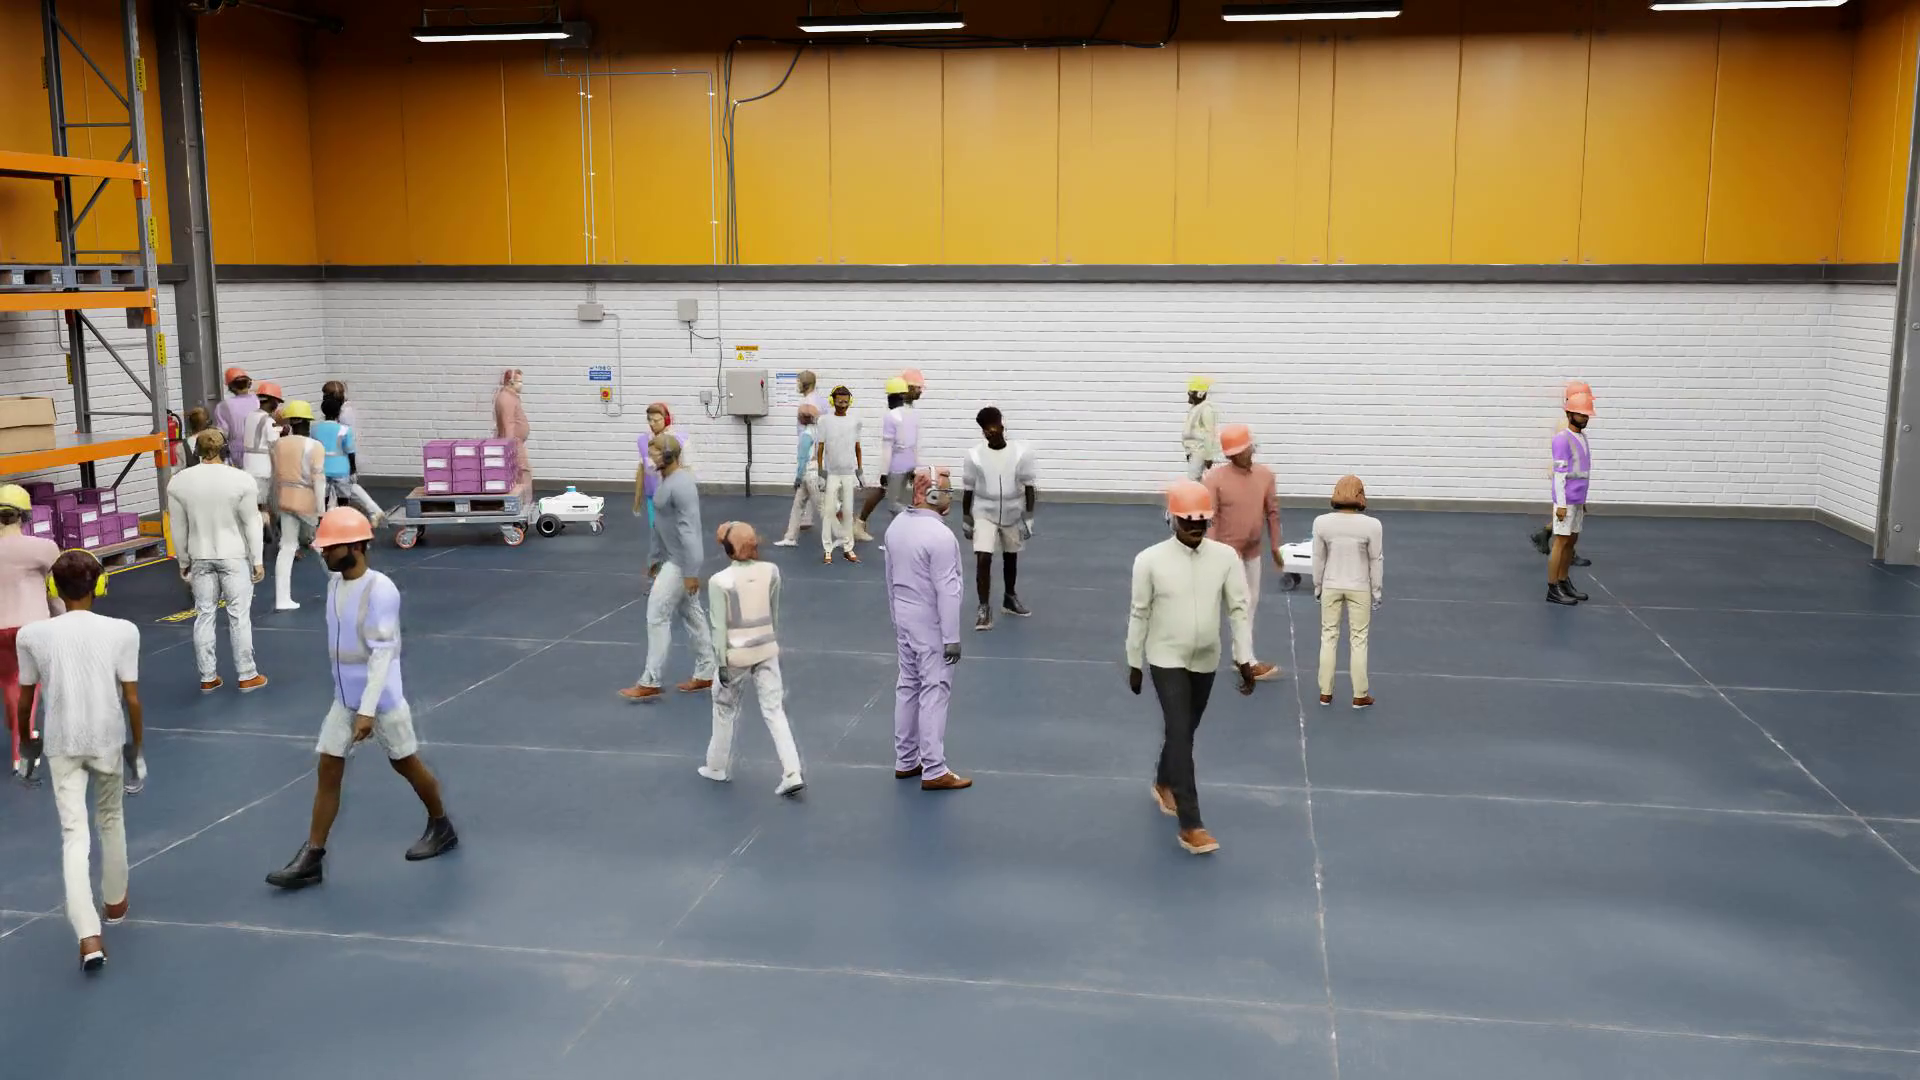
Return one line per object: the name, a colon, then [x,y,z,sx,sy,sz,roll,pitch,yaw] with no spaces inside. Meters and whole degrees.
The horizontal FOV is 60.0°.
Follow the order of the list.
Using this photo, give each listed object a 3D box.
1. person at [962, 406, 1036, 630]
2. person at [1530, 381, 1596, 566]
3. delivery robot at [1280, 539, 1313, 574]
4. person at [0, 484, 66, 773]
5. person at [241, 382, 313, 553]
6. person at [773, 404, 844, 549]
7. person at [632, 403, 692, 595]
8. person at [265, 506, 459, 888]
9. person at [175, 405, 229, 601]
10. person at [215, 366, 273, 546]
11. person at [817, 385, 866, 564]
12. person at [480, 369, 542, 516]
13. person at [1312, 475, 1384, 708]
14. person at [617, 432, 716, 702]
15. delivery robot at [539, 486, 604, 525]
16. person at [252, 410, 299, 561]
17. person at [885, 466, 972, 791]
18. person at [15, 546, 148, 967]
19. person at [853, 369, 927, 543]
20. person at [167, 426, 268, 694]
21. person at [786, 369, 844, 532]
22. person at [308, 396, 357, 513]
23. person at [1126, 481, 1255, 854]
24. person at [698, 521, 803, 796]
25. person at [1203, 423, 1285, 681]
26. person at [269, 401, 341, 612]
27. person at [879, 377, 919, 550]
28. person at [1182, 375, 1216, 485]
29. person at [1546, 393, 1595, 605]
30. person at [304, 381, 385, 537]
person: [0.337,-0.211,14.363,0.648,1.913,0.834,-1,9,-7]
person: [6.267,-0.683,17.178,0.515,1.922,0.551,4,10,22]
delivery robot: [3.418,0.170,15.821,0.707,0.478,0.477,5,10,26]
person: [-5.782,0.521,10.283,0.517,1.731,0.805,-1,9,-8]
person: [-7.305,-0.723,17.579,0.559,1.864,0.968,9,13,43]
person: [-1.609,-0.695,18.236,0.844,1.604,0.516,0,9,1]
person: [-2.780,-0.383,15.614,0.560,1.823,0.439,5,11,29]
person: [-2.989,0.765,8.339,0.550,1.889,1.012,6,11,34]
person: [-6.920,-0.311,15.177,0.527,1.824,0.675,2,9,13]
person: [-7.785,-0.900,18.231,0.654,2.016,0.643,-3,10,-18]
person: [-1.240,-0.681,17.348,0.516,1.865,0.329,-3,10,-20]
person: [-5.569,-1.166,20.376,0.869,1.868,0.649,-3,10,-20]
person: [2.698,0.359,11.603,0.499,1.634,0.289,4,10,26]
person: [-2.122,0.191,11.800,0.876,1.902,0.658,-3,10,-19]
delivery robot: [-4.485,-0.377,19.214,0.707,0.478,0.477,-1,9,-4]
person: [-7.163,-0.570,17.504,0.531,1.580,0.869,-4,10,-22]
person: [-0.172,0.512,9.816,0.403,1.904,0.652,-6,11,-32]
person: [-3.917,0.942,7.414,0.534,1.830,0.961,-4,10,-26]
person: [-0.682,-0.924,18.587,1.185,1.970,0.623,4,10,24]
person: [-5.322,0.148,11.967,0.635,1.939,0.367,-1,9,-4]
person: [-1.671,-1.016,19.258,0.671,1.917,0.635,0,9,2]
person: [-6.906,-0.749,18.304,0.561,1.681,0.538,0,9,-1]
person: [1.228,0.630,8.980,0.623,1.944,1.032,-3,10,-19]
person: [-1.215,0.683,9.695,0.516,1.598,0.837,-7,12,-38]
person: [2.121,0.098,12.276,0.682,1.944,0.603,-6,11,-32]
person: [-5.936,-0.323,15.098,0.597,1.867,0.996,3,10,15]
person: [-0.590,-0.791,17.871,0.668,1.911,0.591,5,10,27]
person: [2.936,-1.076,19.955,0.646,1.812,0.597,0,9,-2]
person: [5.613,-0.379,15.244,0.349,1.935,0.551,8,12,40]
person: [-7.112,-0.946,19.229,0.946,1.799,0.622,-5,11,-30]
